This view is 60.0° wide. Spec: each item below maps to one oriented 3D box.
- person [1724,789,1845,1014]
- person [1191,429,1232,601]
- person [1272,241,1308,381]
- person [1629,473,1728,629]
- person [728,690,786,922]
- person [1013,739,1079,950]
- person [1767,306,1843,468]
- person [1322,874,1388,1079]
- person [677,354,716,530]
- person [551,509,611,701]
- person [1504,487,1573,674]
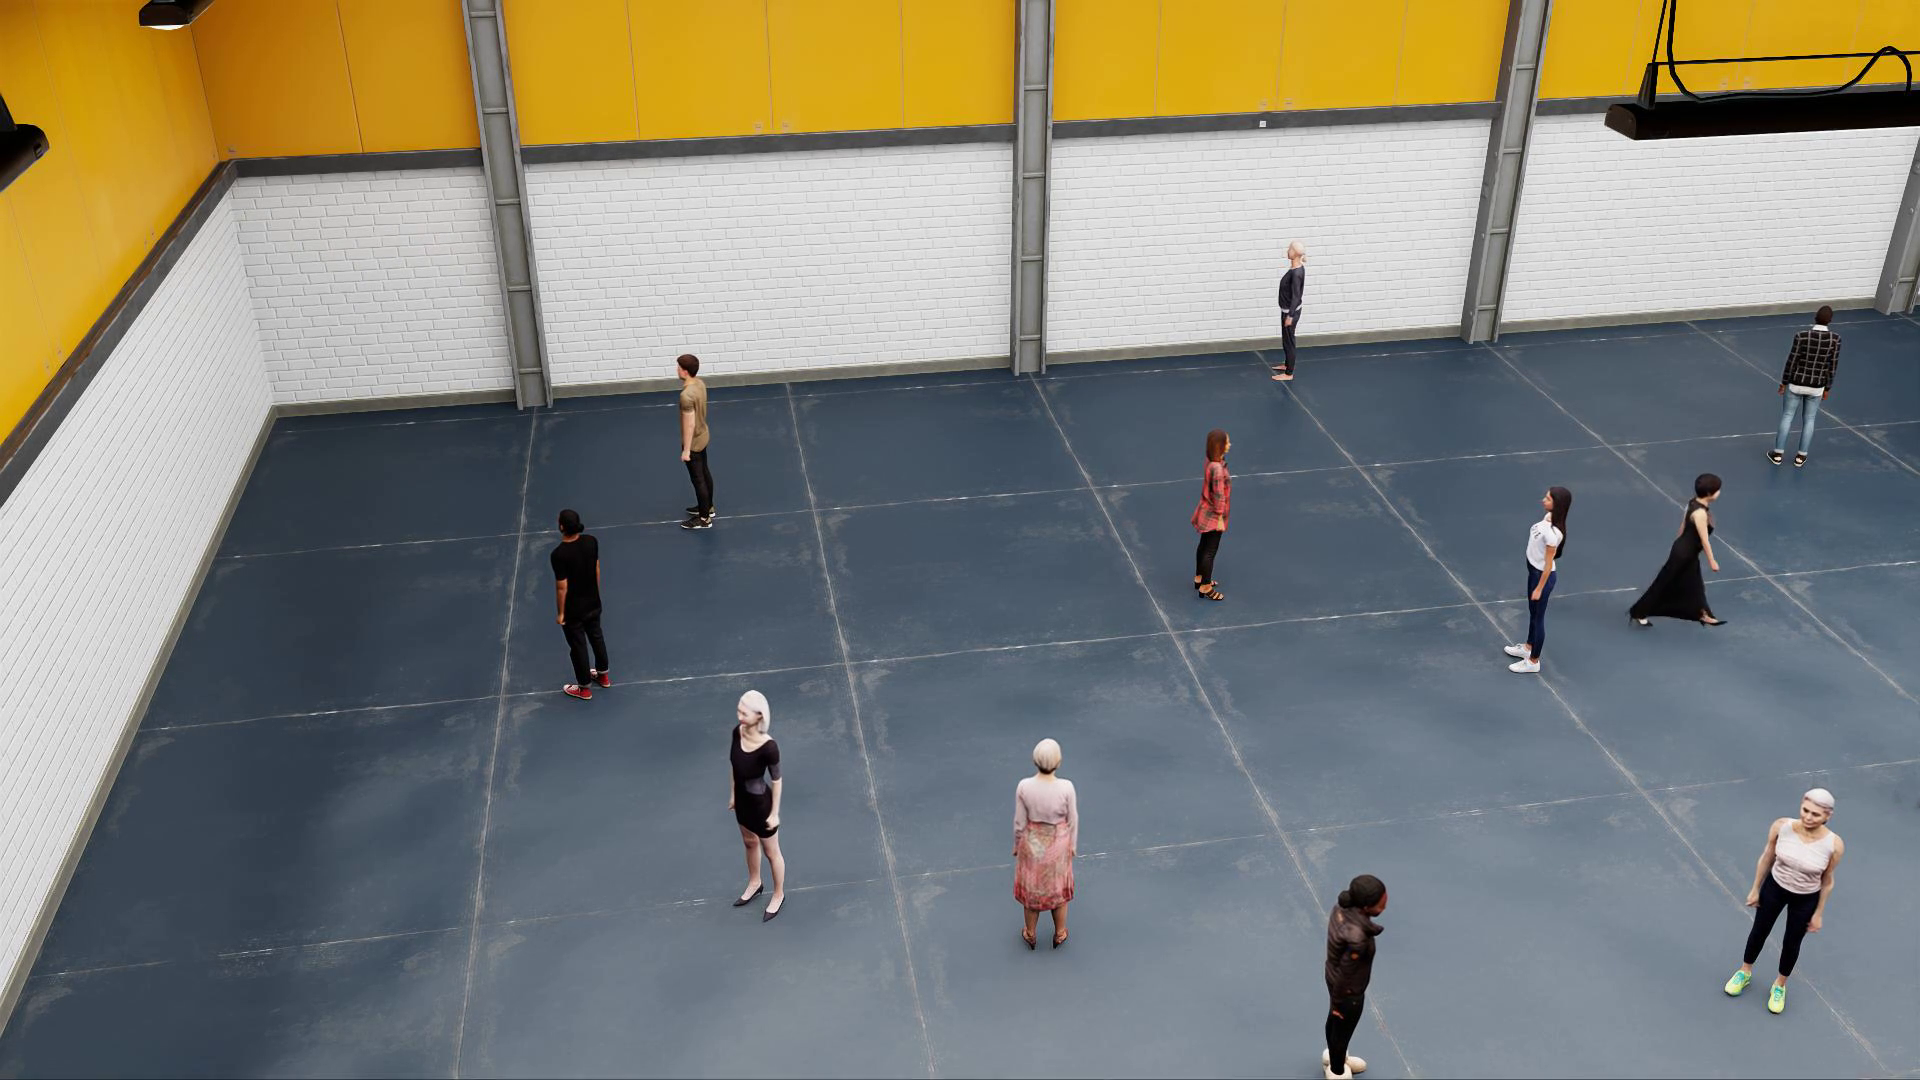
[{"bbox_3d":[5.407,2.317,10.831,0.681,1.702,0.735,19,34,31],"label":"person"},{"bbox_3d":[2.359,-0.253,15.539,0.576,1.704,0.628,-2,29,-3],"label":"person"},{"bbox_3d":[4.021,-2.807,20.198,0.640,1.726,0.678,5,29,9],"label":"person"},{"bbox_3d":[6.431,0.144,14.972,1.141,1.551,0.924,10,30,17],"label":"person"},{"bbox_3d":[-1.416,1.835,11.580,0.651,1.830,0.701,20,35,33],"label":"person"},{"bbox_3d":[0.581,2.078,11.281,0.575,1.691,0.703,1,29,3],"label":"person"},{"bbox_3d":[9.169,-1.673,18.020,0.661,1.821,0.801,8,30,14],"label":"person"},{"bbox_3d":[2.349,2.708,10.157,0.606,1.660,0.655,-5,29,-8],"label":"person"},{"bbox_3d":[-2.669,-1.009,16.770,0.654,1.852,0.713,2,29,4],"label":"person"},{"bbox_3d":[-3.211,0.528,14.054,0.779,1.757,0.719,18,34,30],"label":"person"},{"bbox_3d":[5.039,0.332,14.394,0.642,1.775,0.658,6,29,11],"label":"person"}]
